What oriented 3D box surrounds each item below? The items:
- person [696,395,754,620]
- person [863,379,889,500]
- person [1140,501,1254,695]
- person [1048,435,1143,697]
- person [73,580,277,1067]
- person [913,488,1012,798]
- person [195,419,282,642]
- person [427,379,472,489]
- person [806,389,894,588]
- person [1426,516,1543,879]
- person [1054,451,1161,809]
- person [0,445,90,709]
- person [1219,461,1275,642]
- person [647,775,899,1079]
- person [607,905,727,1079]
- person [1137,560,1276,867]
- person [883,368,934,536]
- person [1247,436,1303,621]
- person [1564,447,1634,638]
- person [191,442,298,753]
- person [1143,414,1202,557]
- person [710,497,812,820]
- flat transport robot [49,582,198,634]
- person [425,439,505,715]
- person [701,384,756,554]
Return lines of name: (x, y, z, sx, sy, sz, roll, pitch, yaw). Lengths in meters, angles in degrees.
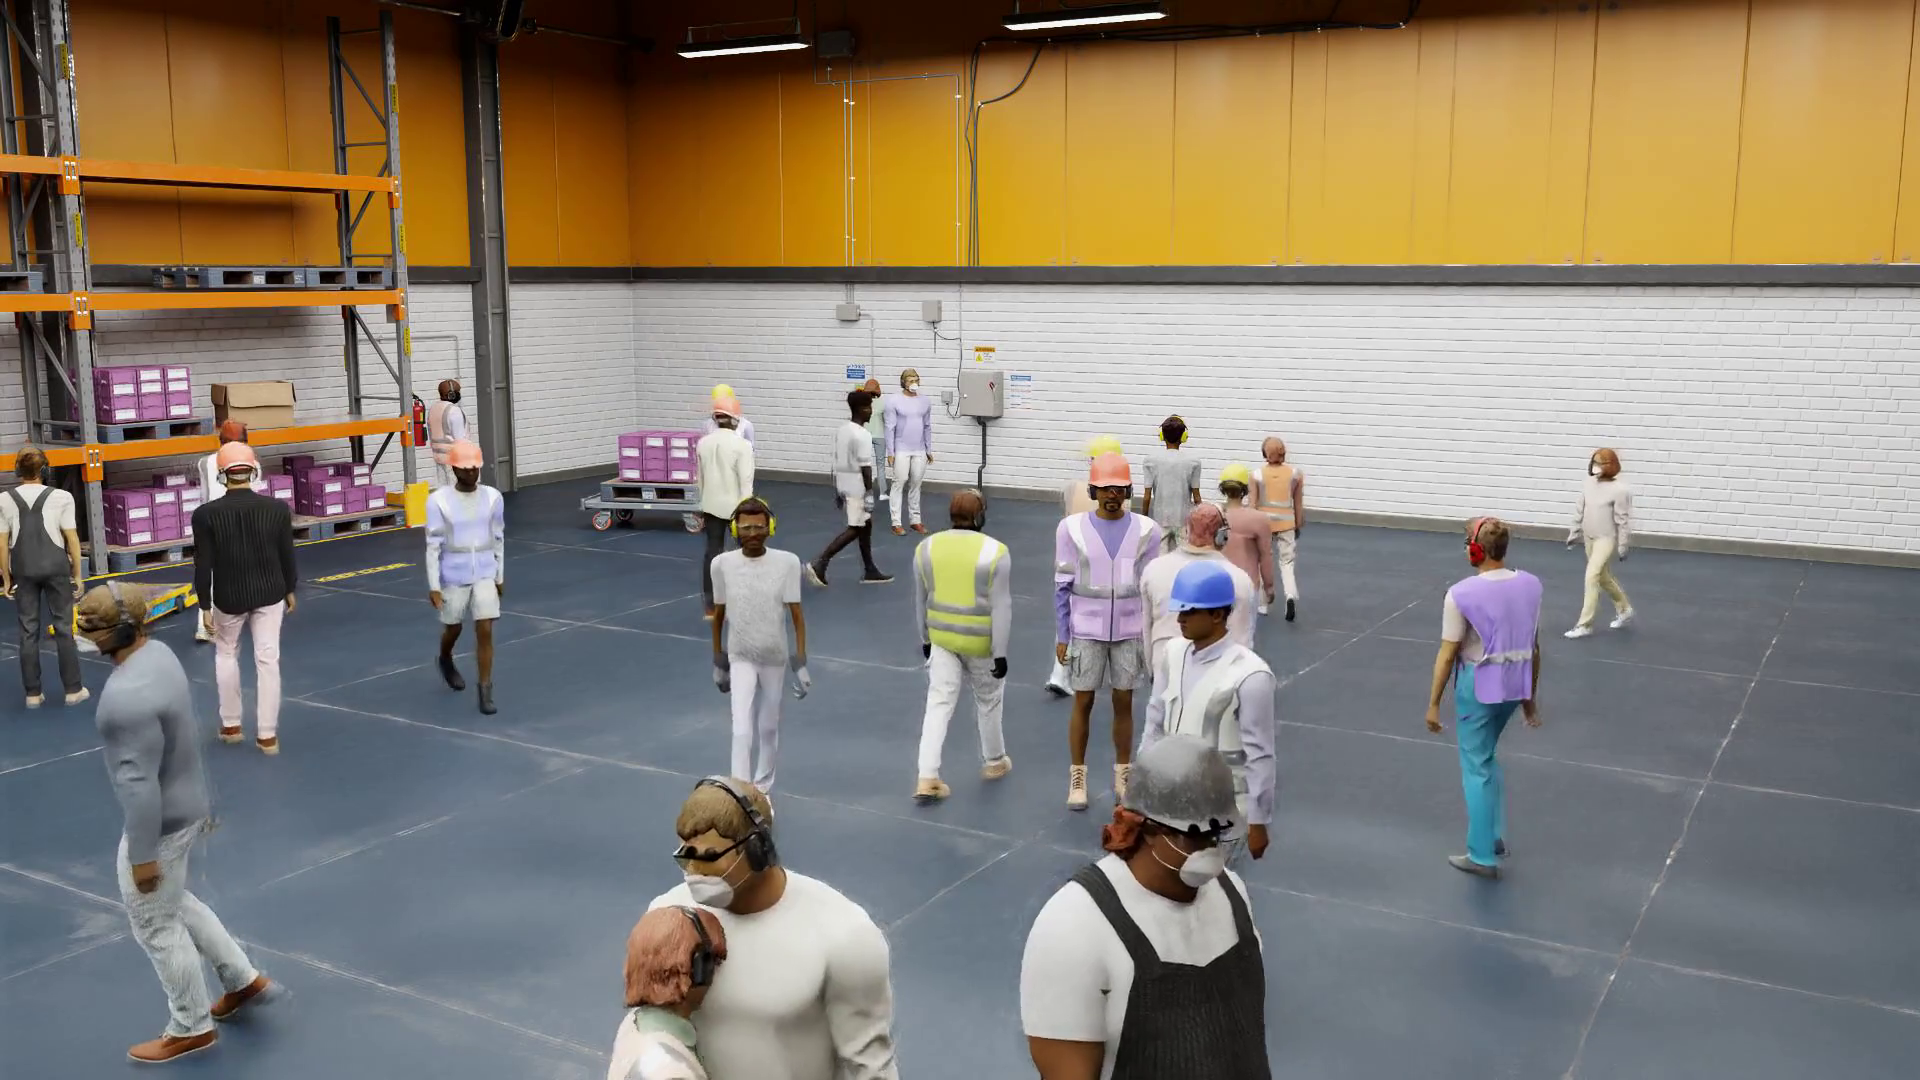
person: (-1.994, -0.301, 14.737, 0.639, 1.958, 0.865, 5, 10, 27)
person: (-1.164, -1.338, 22.238, 0.497, 1.633, 0.288, 1, 9, 6)
person: (1.250, 0.717, 8.716, 0.656, 1.852, 0.992, 5, 10, 29)
person: (0.973, 0.182, 11.989, 0.587, 1.886, 0.950, 7, 11, 37)
person: (-2.999, 1.074, 6.344, 0.565, 1.908, 0.657, -3, 10, -18)
person: (0.011, 0.590, 9.708, 0.639, 1.801, 0.944, 4, 10, 25)
person: (-6.071, -0.085, 13.827, 0.577, 1.836, 1.006, 1, 9, 6)
person: (-5.731, -0.890, 18.798, 0.620, 1.845, 0.430, 8, 12, 41)
person: (-1.077, -0.491, 16.045, 0.894, 1.936, 0.608, -5, 10, -26)
person: (2.622, 0.783, 8.393, 0.586, 1.826, 0.525, -4, 10, -25)
person: (0.838, 0.513, 9.413, 0.608, 2.044, 0.370, -1, 9, -6)
person: (-6.416, 0.257, 11.627, 0.516, 1.843, 0.326, -3, 10, -18)
person: (1.879, 0.326, 11.534, 0.515, 1.743, 0.801, 5, 10, 29)
person: (-0.427, 1.448, 4.017, 0.661, 1.906, 0.571, 4, 10, 21)
person: (-0.714, 1.635, 3.769, 0.410, 1.609, 0.566, -2, 9, -10)
person: (0.915, 1.030, 6.570, 0.688, 1.924, 0.625, -4, 10, -24)
person: (-0.588, -1.024, 19.331, 0.627, 1.940, 0.371, -6, 11, -33)
person: (2.763, -0.093, 14.524, 0.511, 1.612, 0.696, 0, 9, 2)
person: (5.430, 0.000, 13.989, 0.810, 1.600, 0.504, -3, 10, -20)
person: (-4.563, 0.352, 10.644, 0.613, 1.973, 0.750, -5, 10, -27)
person: (1.765, -0.107, 13.824, 0.509, 1.872, 0.329, 2, 9, 9)
person: (-1.067, 0.689, 8.952, 0.531, 1.832, 0.879, -1, 9, -9)
flat transport robot: (-7.265, 0.579, 14.516, 0.652, 0.197, 1.431, 0, 9, -2)
person: (-3.477, 0.223, 11.651, 0.556, 1.917, 0.808, -5, 11, -30)
person: (-2.359, -0.609, 16.775, 0.594, 1.926, 0.366, 3, 9, 16)
